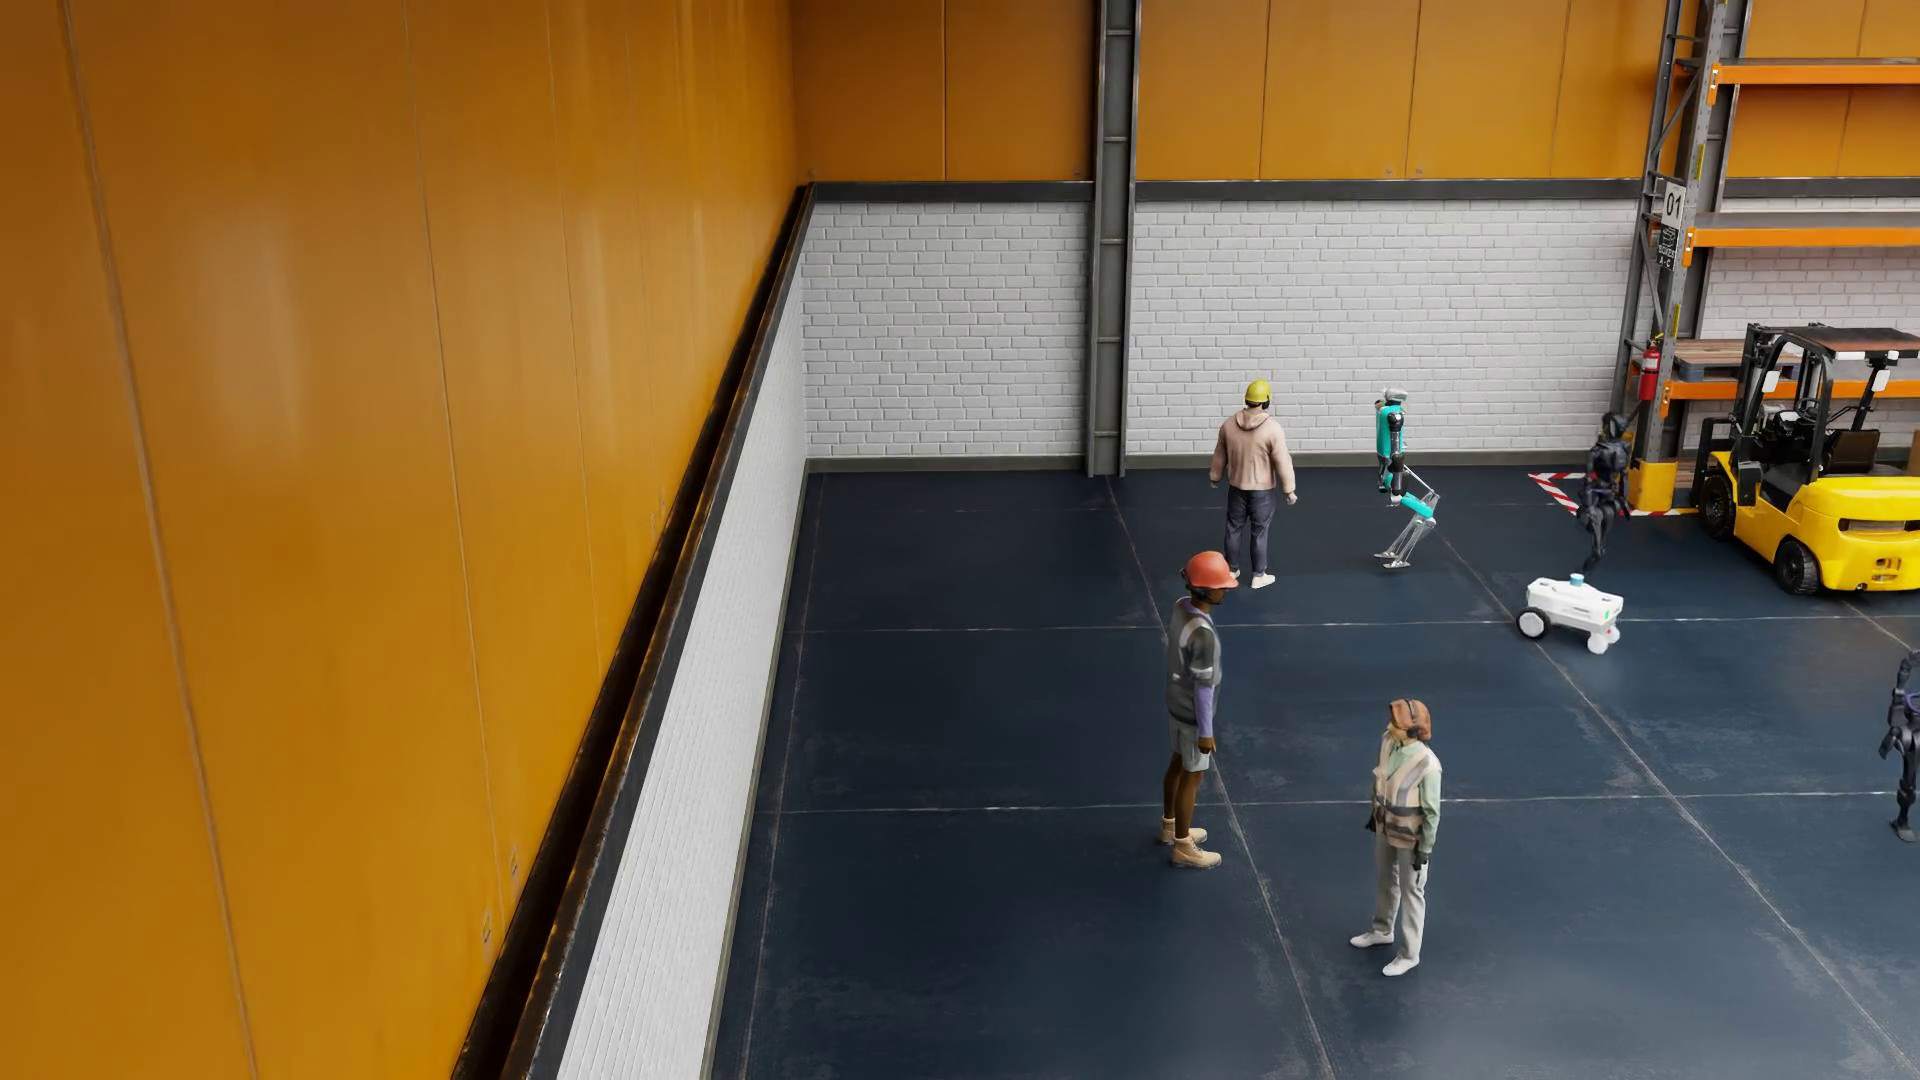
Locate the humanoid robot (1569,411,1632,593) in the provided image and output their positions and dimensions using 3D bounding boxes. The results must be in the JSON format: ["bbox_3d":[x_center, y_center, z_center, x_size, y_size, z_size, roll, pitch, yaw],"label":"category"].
[{"bbox_3d":[5.558,-0.311,14.371,0.588,1.651,0.327,-12,23,-29],"label":"humanoid robot"}]

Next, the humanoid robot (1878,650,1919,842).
[{"bbox_3d":[6.056,1.195,10.299,0.583,1.633,0.633,5,21,13],"label":"humanoid robot"}]

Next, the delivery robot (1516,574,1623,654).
[{"bbox_3d":[4.985,0.572,13.615,0.797,0.613,0.499,17,26,38],"label":"delivery robot"}]

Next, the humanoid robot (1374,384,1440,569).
[{"bbox_3d":[4.004,-0.566,14.772,0.735,1.677,0.533,-1,20,-2],"label":"humanoid robot"}]

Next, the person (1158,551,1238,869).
[{"bbox_3d":[1.464,1.027,10.213,0.389,2.040,0.613,-2,20,-6],"label":"person"}]

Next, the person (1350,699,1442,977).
[{"bbox_3d":[2.433,1.623,9.174,0.310,1.636,0.518,-7,21,-18],"label":"person"}]

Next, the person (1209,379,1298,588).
[{"bbox_3d":[2.545,-0.484,14.555,0.812,1.866,0.405,12,23,30],"label":"person"}]

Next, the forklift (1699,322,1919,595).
[{"bbox_3d":[7.809,-0.792,14.926,1.214,2.155,2.313,-1,20,-2],"label":"forklift"}]
